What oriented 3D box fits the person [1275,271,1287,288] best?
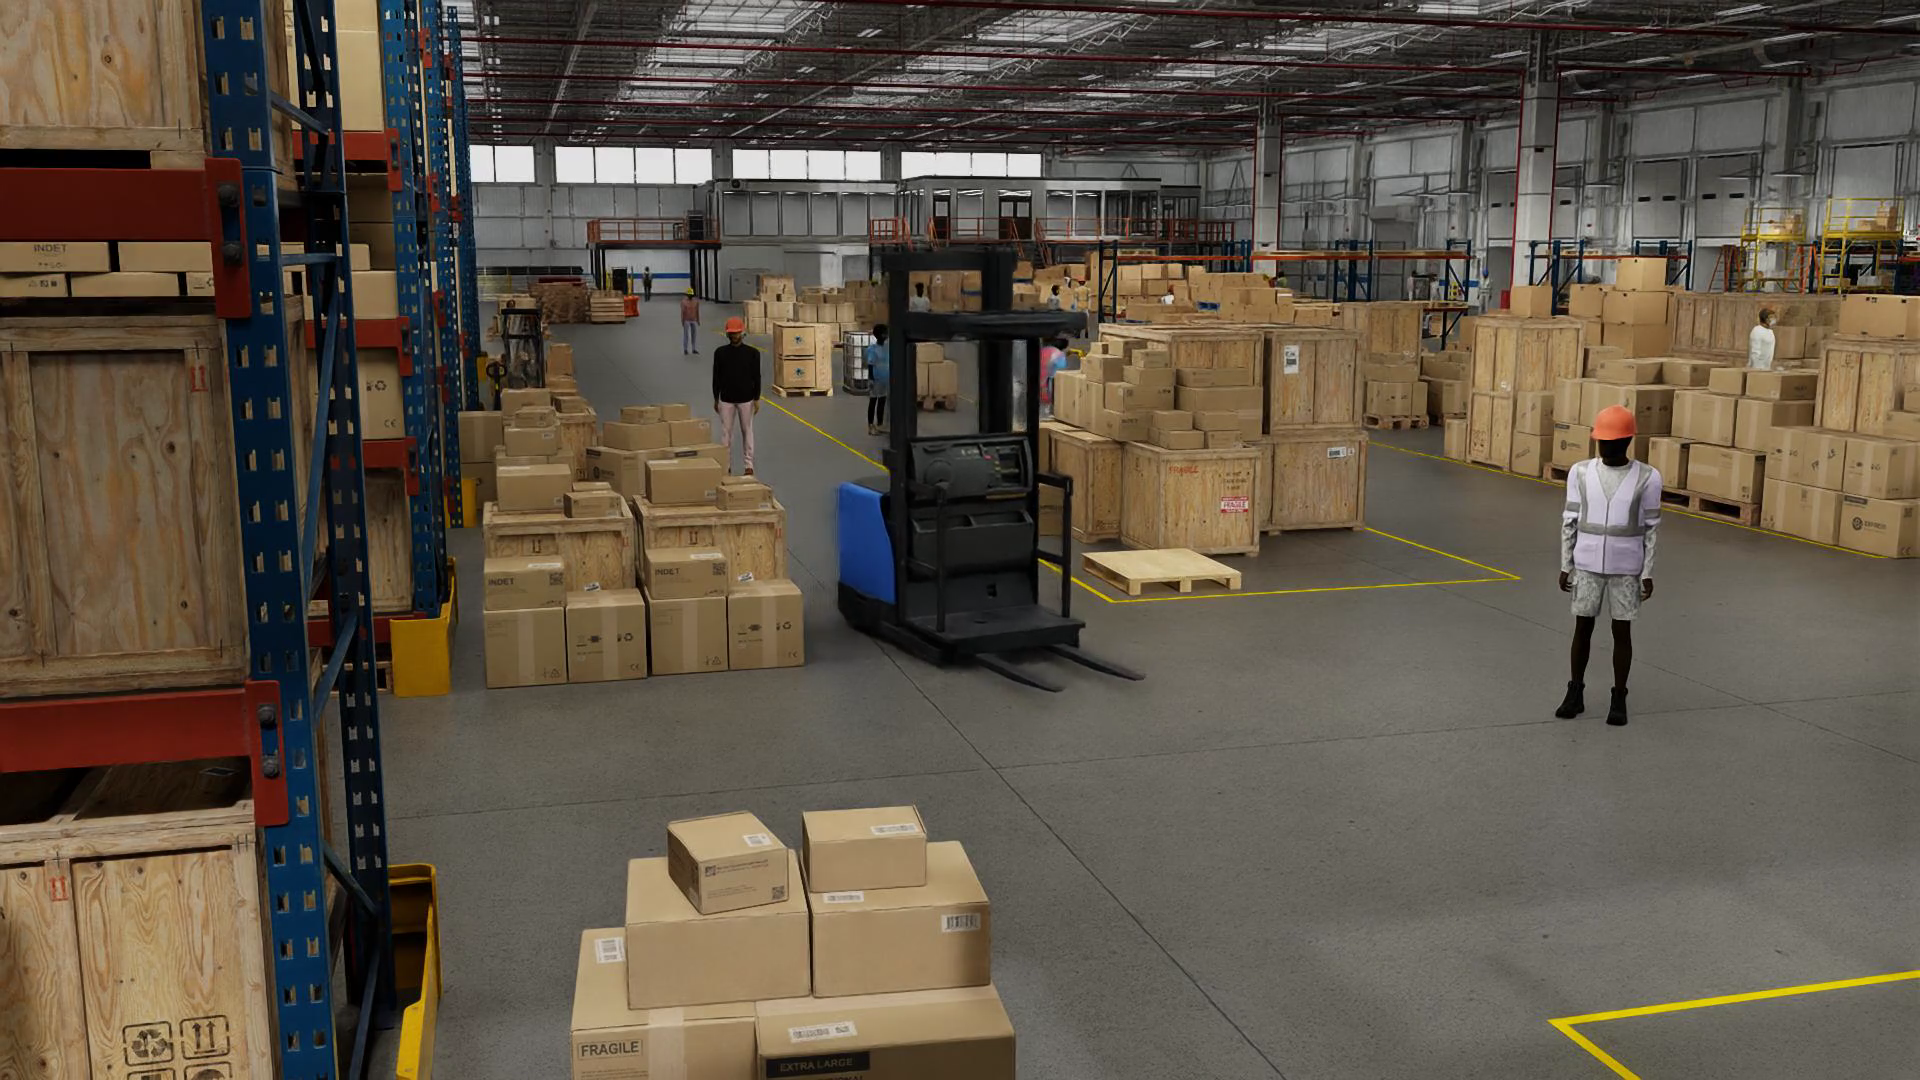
[{"bbox_3d":[13.300,-10.229,69.033,0.429,1.846,0.625,9,13,42],"label":"person"}]

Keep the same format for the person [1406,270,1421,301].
[{"bbox_3d":[19.865,-10.896,72.877,0.631,1.818,0.716,2,10,12],"label":"person"}]

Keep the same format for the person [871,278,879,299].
[{"bbox_3d":[-3.028,-8.456,59.272,0.323,1.742,0.492,0,10,0],"label":"person"}]

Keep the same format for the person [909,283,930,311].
[{"bbox_3d":[-1.082,-5.793,43.674,0.610,1.934,0.943,-6,11,-29],"label":"person"}]

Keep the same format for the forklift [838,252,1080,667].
[{"bbox_3d":[-0.079,-0.683,12.042,1.129,2.768,1.873,-5,11,-27],"label":"forklift"}]

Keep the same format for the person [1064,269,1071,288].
[{"bbox_3d":[4.329,-10.302,69.266,0.591,1.913,0.387,0,10,-2],"label":"person"}]

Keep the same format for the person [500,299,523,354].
[{"bbox_3d":[-10.479,-4.802,38.885,0.523,1.637,0.306,-6,12,-31],"label":"person"}]

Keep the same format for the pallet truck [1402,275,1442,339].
[{"bbox_3d":[14.620,-7.324,52.145,0.823,1.965,1.885,8,13,40],"label":"pallet truck"}]

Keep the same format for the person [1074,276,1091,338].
[{"bbox_3d":[3.824,-7.286,52.123,0.542,1.931,0.366,-1,10,-6],"label":"person"}]

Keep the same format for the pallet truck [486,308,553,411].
[{"bbox_3d":[-6.242,-2.418,24.362,0.823,1.965,1.885,1,10,3],"label":"pallet truck"}]

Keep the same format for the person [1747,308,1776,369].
[{"bbox_3d":[12.251,-2.576,25.436,0.373,1.938,0.630,9,14,42],"label":"person"}]

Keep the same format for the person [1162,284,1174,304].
[{"bbox_3d":[5.542,-5.732,43.450,0.584,1.883,0.345,6,12,31],"label":"person"}]

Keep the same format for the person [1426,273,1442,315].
[{"bbox_3d":[18.319,-9.345,64.074,0.515,1.834,0.907,-6,12,-31],"label":"person"}]

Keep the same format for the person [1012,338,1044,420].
[{"bbox_3d":[0.893,-2.337,24.079,0.635,1.936,0.350,4,11,21],"label":"person"}]

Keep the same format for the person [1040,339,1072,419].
[{"bbox_3d":[1.250,-1.827,21.513,0.447,1.829,0.628,-3,11,-19],"label":"person"}]

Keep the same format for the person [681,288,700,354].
[{"bbox_3d":[-7.199,-5.853,44.479,0.533,1.765,0.326,-7,12,-33],"label":"person"}]

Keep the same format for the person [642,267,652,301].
[{"bbox_3d":[-16.332,-13.362,86.853,0.522,1.819,0.822,-1,10,-6],"label":"person"}]

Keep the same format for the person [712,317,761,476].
[{"bbox_3d":[-2.778,-1.764,20.667,0.609,1.995,0.376,1,10,3],"label":"person"}]

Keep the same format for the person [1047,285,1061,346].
[{"bbox_3d":[2.503,-5.830,44.085,0.332,1.860,0.530,-8,13,-38],"label":"person"}]

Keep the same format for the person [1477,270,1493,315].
[{"bbox_3d":[20.734,-9.695,65.709,0.605,1.950,0.381,8,13,37],"label":"person"}]

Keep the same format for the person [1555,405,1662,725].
[{"bbox_3d":[3.884,0.153,9.985,0.552,1.933,0.368,6,12,31],"label":"person"}]

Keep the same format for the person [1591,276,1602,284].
[{"bbox_3d":[18.639,-6.728,48.650,0.950,2.000,0.705,-3,11,-19],"label":"person"}]

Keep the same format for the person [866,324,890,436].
[{"bbox_3d":[-1.226,-2.445,25.365,0.322,1.696,0.536,7,12,34],"label":"person"}]
